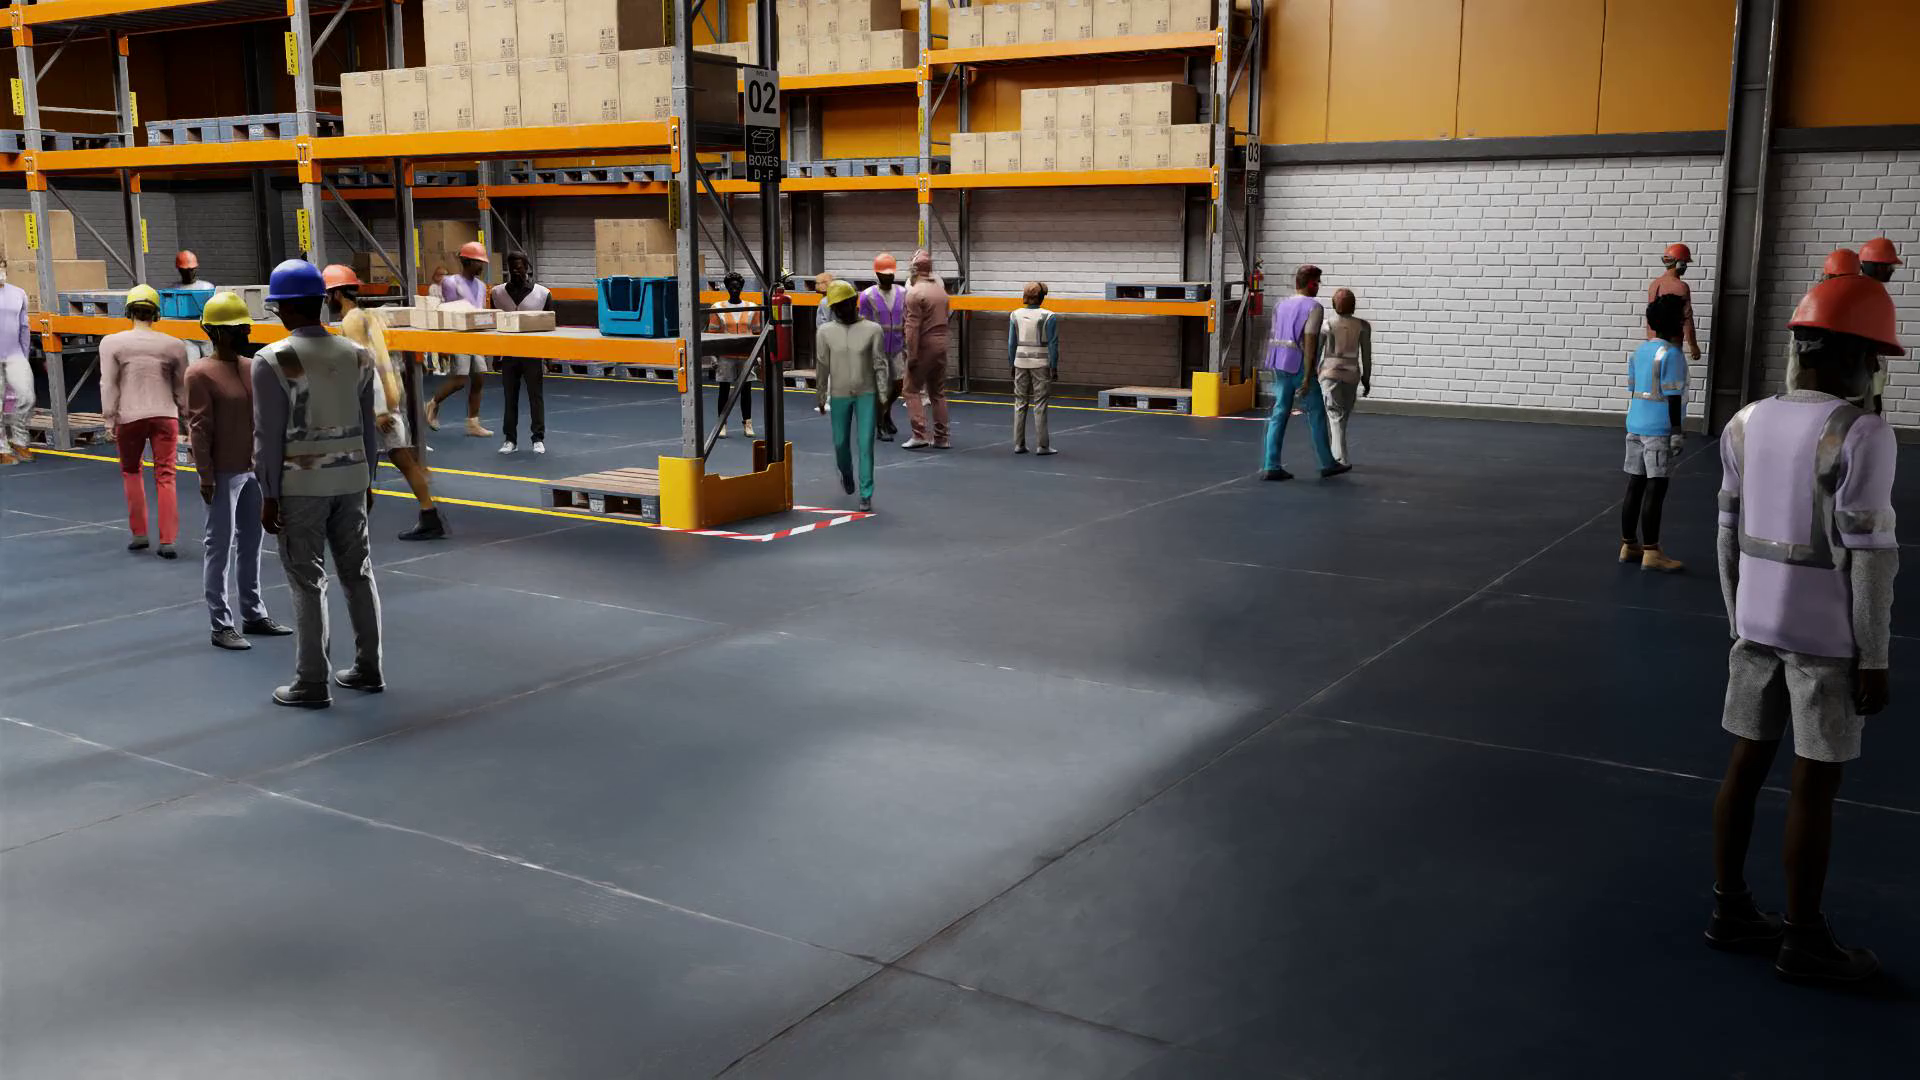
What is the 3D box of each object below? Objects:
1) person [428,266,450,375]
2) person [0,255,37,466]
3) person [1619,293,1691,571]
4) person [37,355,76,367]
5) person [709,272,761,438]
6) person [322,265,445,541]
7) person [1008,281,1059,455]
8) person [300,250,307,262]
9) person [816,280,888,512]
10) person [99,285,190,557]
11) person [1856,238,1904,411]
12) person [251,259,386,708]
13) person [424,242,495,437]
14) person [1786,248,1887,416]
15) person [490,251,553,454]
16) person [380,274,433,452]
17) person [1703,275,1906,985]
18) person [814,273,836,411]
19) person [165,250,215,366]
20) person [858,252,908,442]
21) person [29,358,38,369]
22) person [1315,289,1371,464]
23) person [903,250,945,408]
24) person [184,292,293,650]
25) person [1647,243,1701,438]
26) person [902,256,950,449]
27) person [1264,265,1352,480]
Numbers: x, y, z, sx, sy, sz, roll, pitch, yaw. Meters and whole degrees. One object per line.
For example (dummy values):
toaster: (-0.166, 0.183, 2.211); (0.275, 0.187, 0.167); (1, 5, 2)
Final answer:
person: (-7.782, -3.289, 25.010); (0.277, 1.629, 0.497); (5, 11, 24)
person: (-8.591, -1.615, 14.906); (0.446, 1.918, 0.632); (7, 12, 34)
person: (4.296, -0.663, 10.257); (0.321, 1.697, 0.529); (-1, 10, -5)
person: (-14.688, -3.666, 26.668); (0.597, 1.783, 0.906); (7, 13, 35)
person: (-2.295, -1.885, 17.028); (0.538, 1.695, 0.319); (-3, 11, -16)
person: (-3.995, -0.908, 11.186); (1.050, 1.847, 0.553); (0, 10, -1)
person: (0.694, -1.620, 15.722); (0.523, 1.638, 0.311); (7, 12, 33)
person: (-9.553, -3.326, 24.525); (0.513, 1.876, 0.328); (-6, 12, -31)
person: (-0.817, -1.110, 12.627); (0.547, 1.728, 0.654); (0, 10, -1)
person: (-5.203, -0.759, 10.670); (0.540, 1.730, 0.638); (-7, 12, -32)
person: (6.993, -1.306, 12.868); (0.403, 2.041, 0.615); (9, 13, 40)
person: (-2.812, -0.248, 7.284); (0.409, 1.938, 0.606); (6, 12, 31)
person: (-5.136, -2.041, 17.043); (0.745, 2.011, 0.643); (4, 11, 22)
person: (6.198, -1.077, 11.812); (0.610, 1.975, 0.872); (3, 11, 17)
person: (-4.163, -1.780, 15.830); (0.587, 1.920, 0.397); (0, 10, -2)
person: (-5.258, -1.675, 15.757); (0.315, 1.739, 0.485); (8, 13, 38)
person: (2.334, 0.248, 4.572); (0.374, 1.928, 0.542); (-4, 11, -19)
person: (-1.589, -2.355, 19.812); (0.289, 1.631, 0.497); (1, 10, 6)
person: (-8.517, -2.253, 18.468); (0.558, 1.916, 0.702); (-9, 14, -40)
person: (-0.782, -1.949, 16.827); (0.577, 1.904, 0.707); (-5, 11, -26)
person: (-14.716, -3.585, 26.082); (0.404, 1.829, 0.591); (-6, 12, -31)
person: (3.377, -1.431, 14.798); (0.529, 1.595, 0.847); (-1, 10, -4)
person: (-0.474, -2.557, 20.173); (0.406, 1.906, 0.654); (8, 13, 36)
person: (-3.608, -0.346, 8.310); (0.312, 1.768, 0.529); (3, 11, 16)
person: (7.262, -2.022, 16.999); (0.429, 1.989, 0.636); (-1, 10, -6)
person: (-0.318, -1.805, 16.116); (0.475, 1.877, 0.668); (7, 12, 35)
person: (2.947, -1.411, 14.099); (0.920, 1.796, 0.577); (-5, 11, -26)
